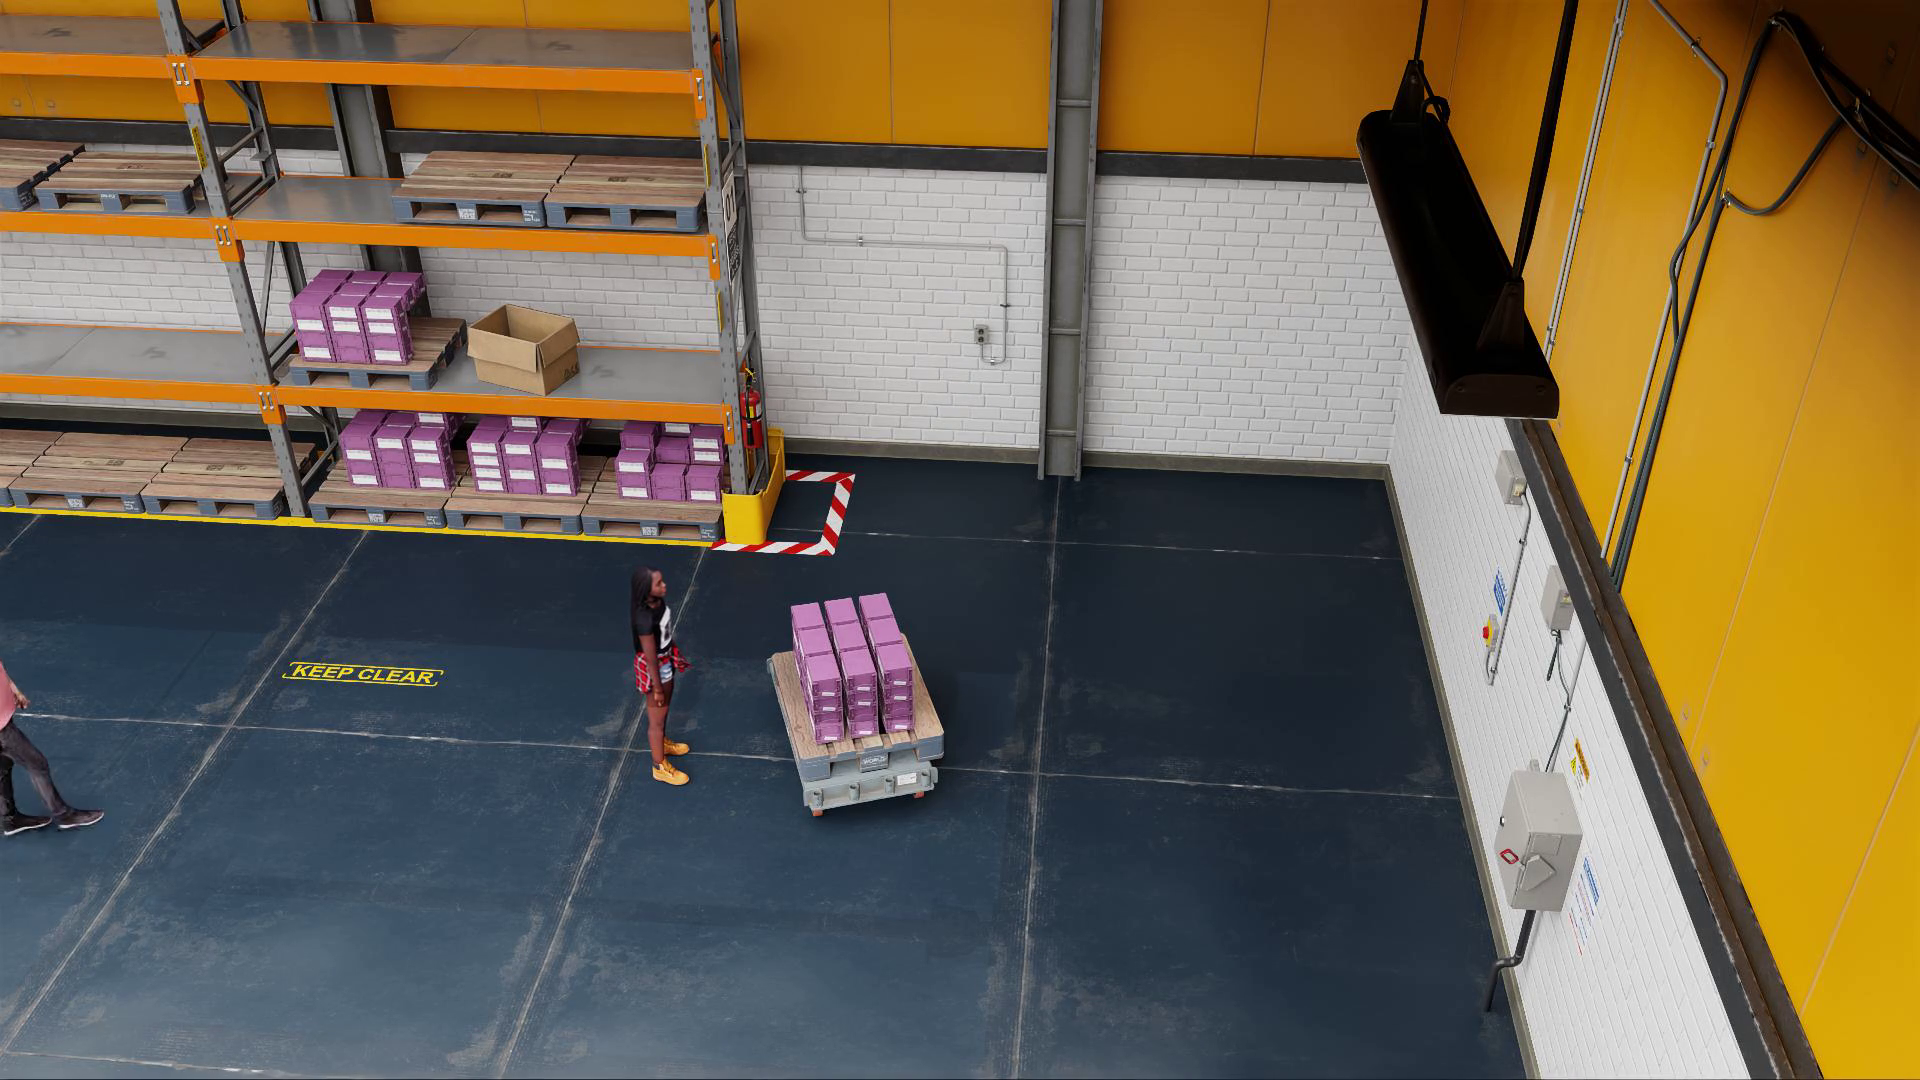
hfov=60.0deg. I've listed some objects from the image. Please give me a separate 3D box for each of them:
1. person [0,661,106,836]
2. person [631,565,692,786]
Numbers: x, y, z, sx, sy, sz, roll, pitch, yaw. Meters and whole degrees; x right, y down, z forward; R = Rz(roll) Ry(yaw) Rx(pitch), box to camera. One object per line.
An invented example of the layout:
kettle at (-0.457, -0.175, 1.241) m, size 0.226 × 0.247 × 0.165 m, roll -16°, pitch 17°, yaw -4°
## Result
person at (-6.428, 1.192, 10.881) m, size 1.004 × 1.941 × 0.884 m, roll -13°, pitch 36°, yaw -19°
person at (-2.096, 0.901, 11.511) m, size 0.641 × 1.728 × 0.645 m, roll -2°, pitch 34°, yaw -4°
